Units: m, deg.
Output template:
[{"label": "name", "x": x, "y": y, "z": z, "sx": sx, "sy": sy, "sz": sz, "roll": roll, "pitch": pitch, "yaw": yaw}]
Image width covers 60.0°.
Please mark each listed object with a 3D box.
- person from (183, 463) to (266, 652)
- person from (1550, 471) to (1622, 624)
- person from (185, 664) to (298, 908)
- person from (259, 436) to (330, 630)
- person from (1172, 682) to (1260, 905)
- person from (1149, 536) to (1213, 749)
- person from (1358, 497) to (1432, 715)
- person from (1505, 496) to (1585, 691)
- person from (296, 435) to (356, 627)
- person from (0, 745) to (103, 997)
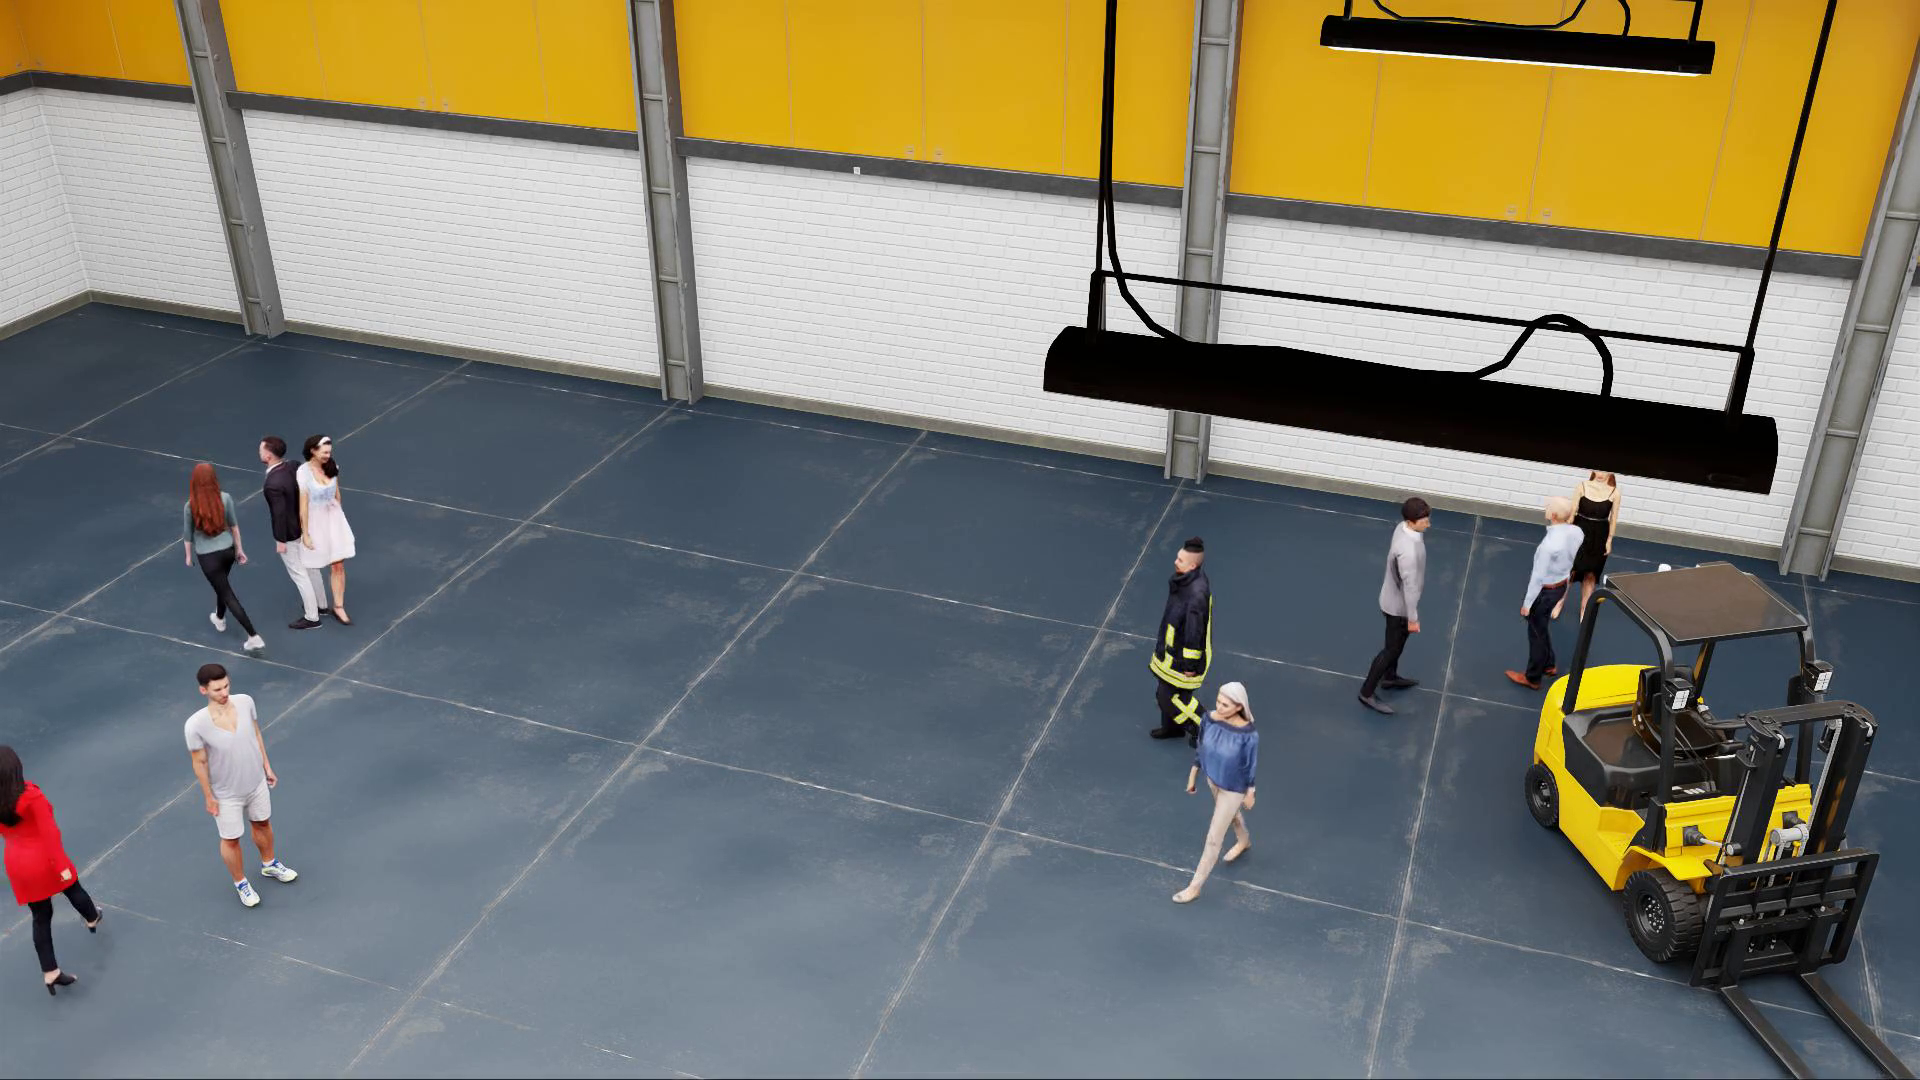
[{"label": "person", "x": -6.335, "y": 0.196, "z": 14.275, "sx": 1.205, "sy": 1.696, "sz": 0.852, "roll": 20, "pitch": 35, "yaw": 33}, {"label": "person", "x": 5.582, "y": -0.025, "z": 14.756, "sx": 0.500, "sy": 1.624, "sz": 0.622, "roll": 11, "pitch": 31, "yaw": 19}, {"label": "person", "x": -4.992, "y": 1.648, "z": 11.457, "sx": 0.657, "sy": 1.847, "sz": 0.729, "roll": 18, "pitch": 33, "yaw": 29}, {"label": "person", "x": -5.859, "y": -0.078, "z": 14.625, "sx": 0.632, "sy": 1.844, "sz": 0.702, "roll": 4, "pitch": 29, "yaw": 6}, {"label": "person", "x": 1.906, "y": 1.688, "z": 11.597, "sx": 1.065, "sy": 1.643, "sz": 1.179, "roll": -22, "pitch": 35, "yaw": -34}, {"label": "person", "x": 1.825, "y": 0.810, "z": 12.989, "sx": 0.928, "sy": 1.851, "sz": 0.887, "roll": 0, "pitch": 29, "yaw": 0}, {"label": "person", "x": 3.557, "y": 0.493, "z": 13.508, "sx": 0.770, "sy": 1.911, "sz": 0.821, "roll": 1, "pitch": 29, "yaw": 2}, {"label": "person", "x": 4.892, "y": 0.480, "z": 13.663, "sx": 0.773, "sy": 1.785, "sz": 0.797, "roll": -23, "pitch": 36, "yaw": -36}, {"label": "person", "x": -5.712, "y": -0.108, "z": 14.759, "sx": 0.936, "sy": 1.767, "sz": 1.201, "roll": -25, "pitch": 37, "yaw": -38}, {"label": "person", "x": -5.937, "y": 2.155, "z": 10.688, "sx": 1.026, "sy": 1.694, "sz": 0.923, "roll": 5, "pitch": 29, "yaw": 10}]
